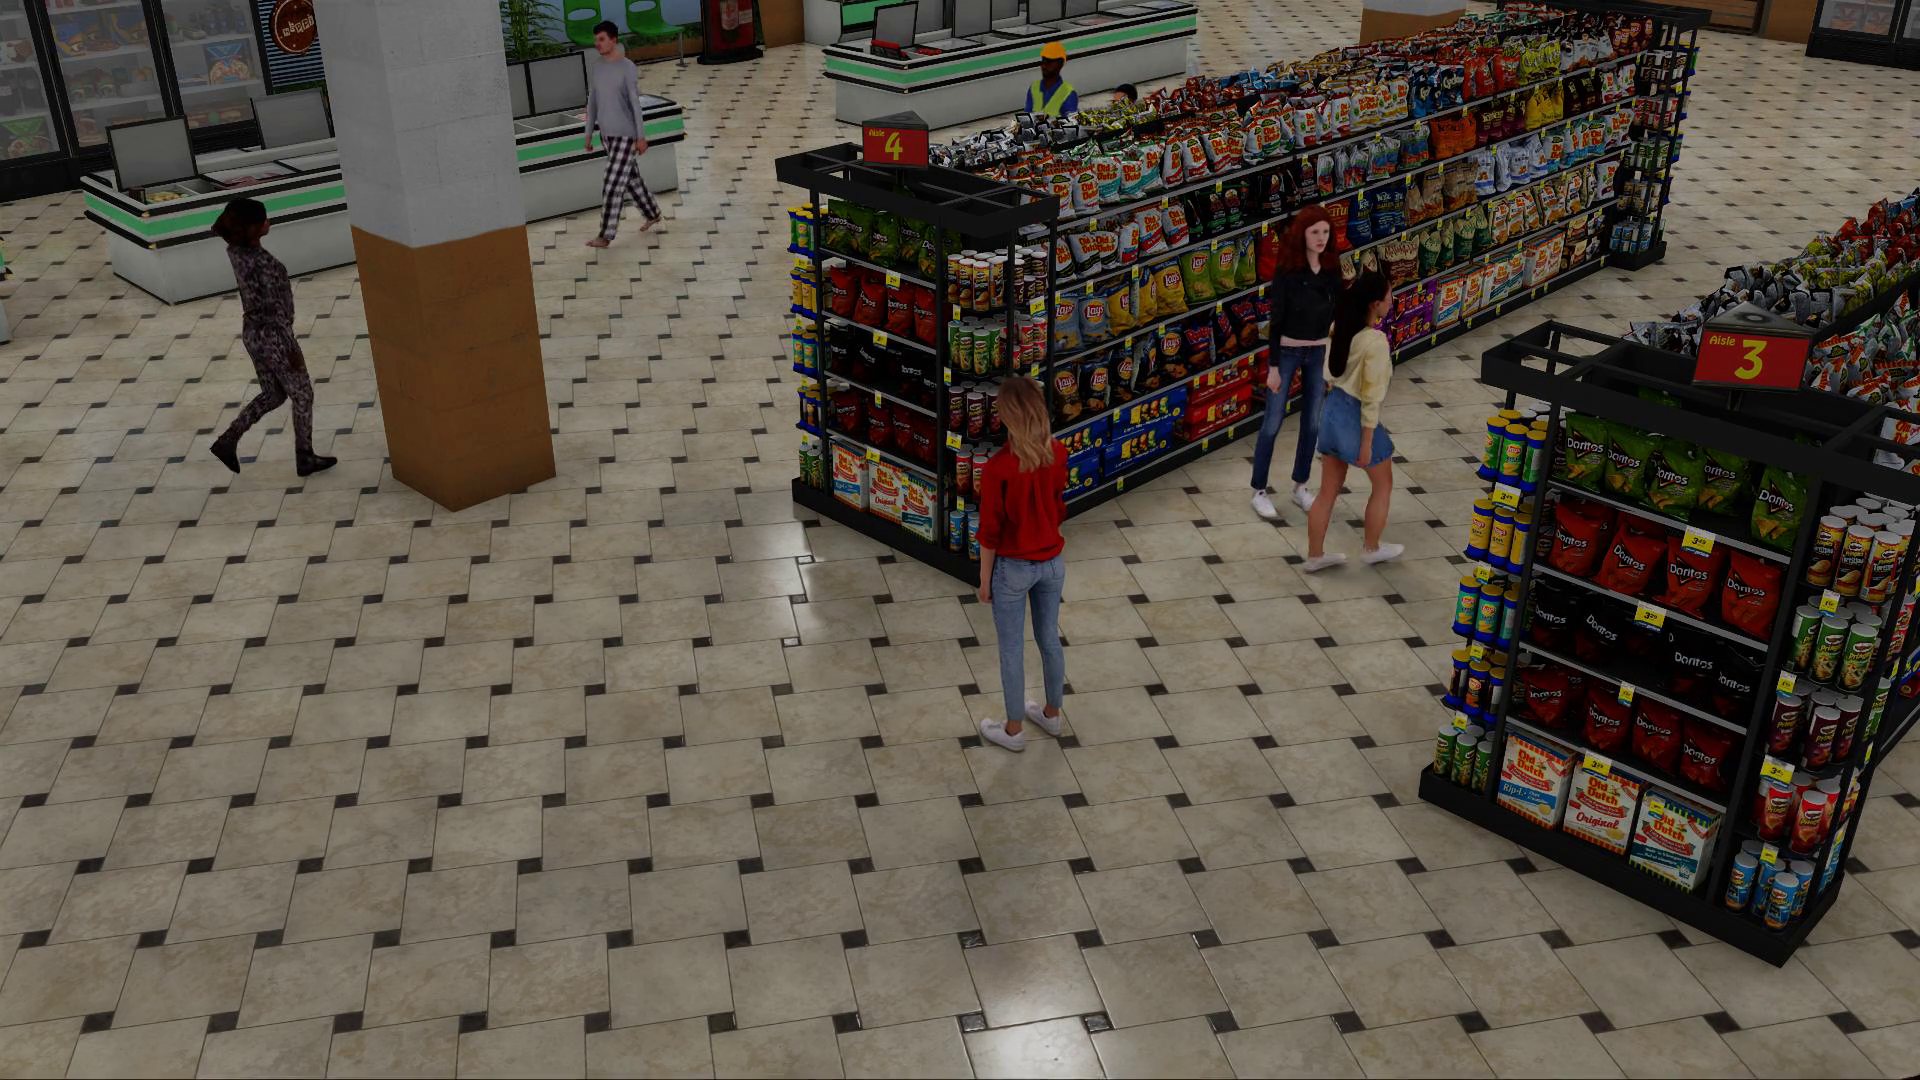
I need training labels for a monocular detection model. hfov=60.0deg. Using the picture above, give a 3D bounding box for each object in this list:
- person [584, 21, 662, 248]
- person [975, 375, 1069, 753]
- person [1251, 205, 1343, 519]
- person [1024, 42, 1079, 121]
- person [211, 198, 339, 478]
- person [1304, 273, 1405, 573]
[{"bbox_3d":[-2.806,-3.394,13.956,0.825,1.793,1.233,16,31,29],"label":"person"},{"bbox_3d":[0.286,0.115,7.138,0.512,1.701,0.699,-19,32,-33],"label":"person"},{"bbox_3d":[1.870,-0.974,9.191,0.609,1.785,0.705,-6,27,-11],"label":"person"},{"bbox_3d":[0.761,-3.068,13.317,1.162,1.789,0.700,-21,34,-36],"label":"person"},{"bbox_3d":[-4.028,-1.103,9.542,0.571,1.698,0.908,24,35,38],"label":"person"},{"bbox_3d":[1.941,-0.563,8.575,0.906,1.610,0.815,-11,29,-21],"label":"person"}]
